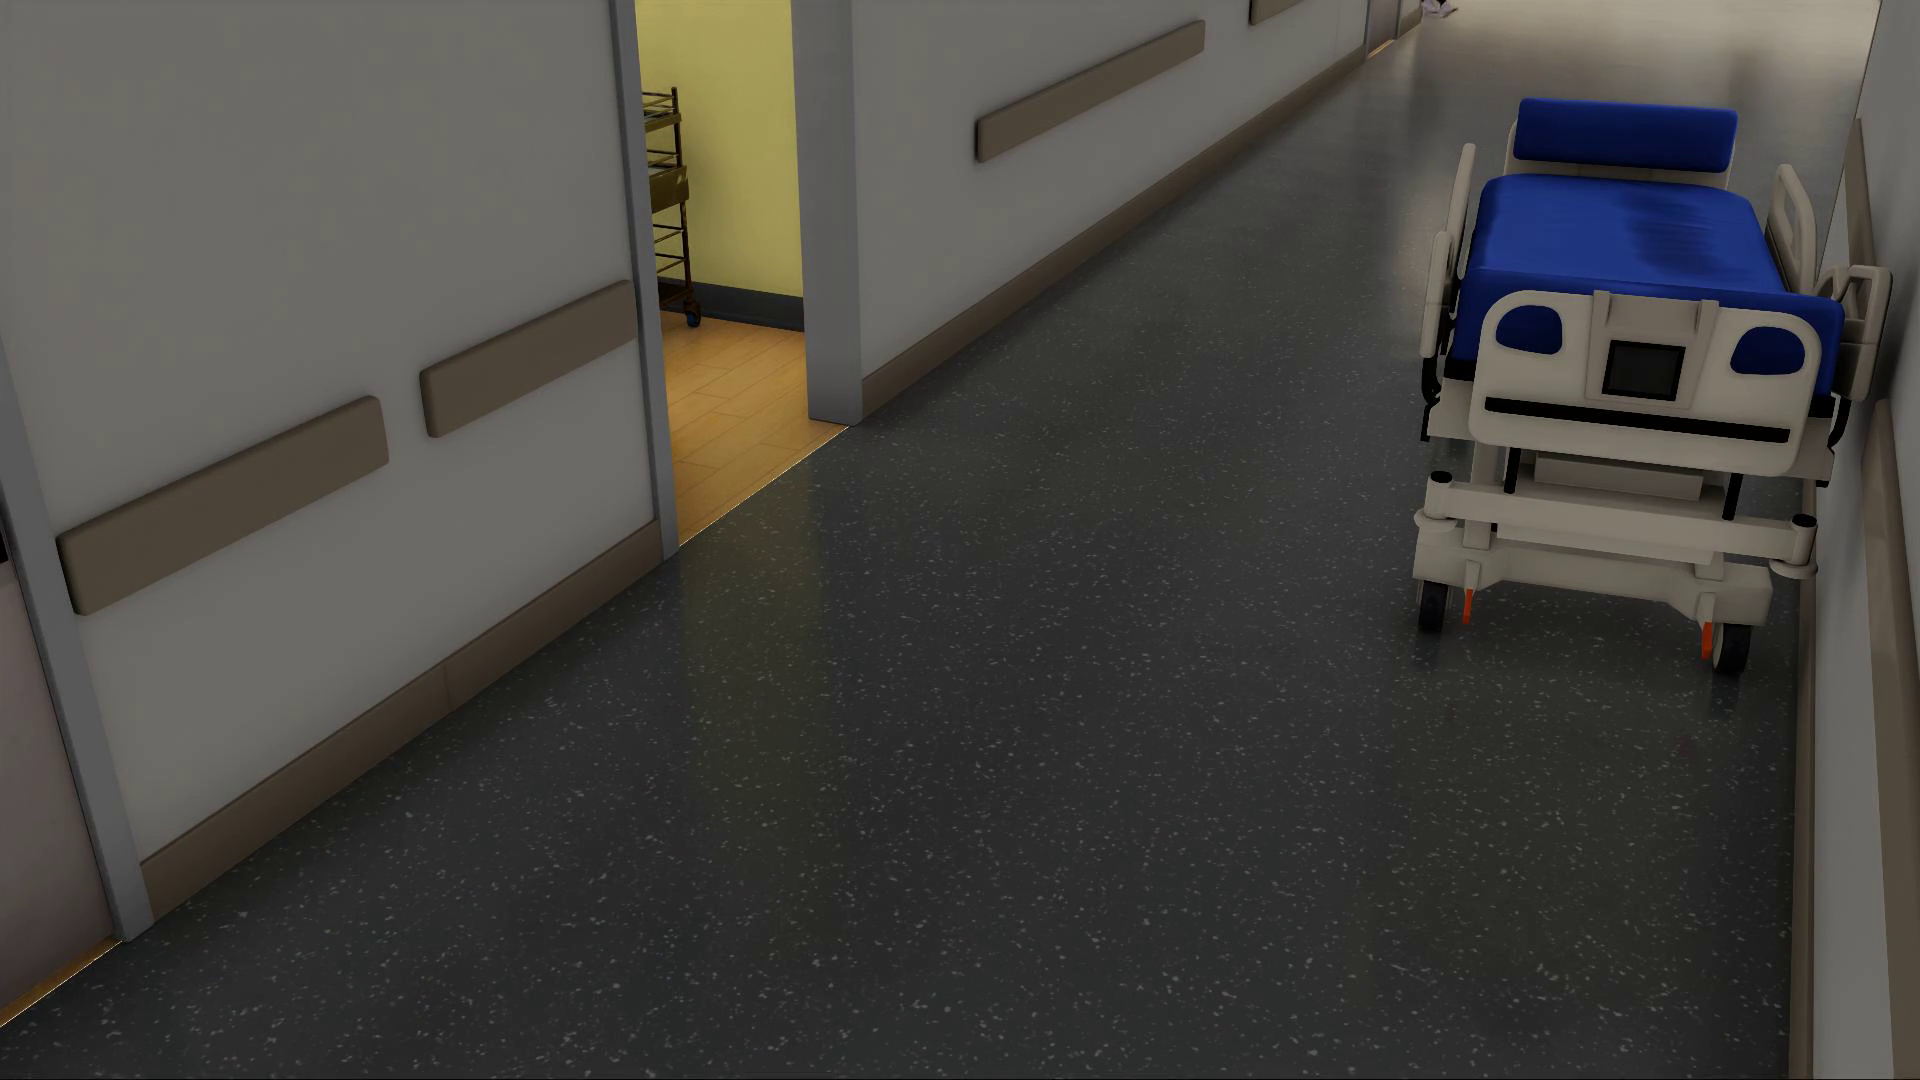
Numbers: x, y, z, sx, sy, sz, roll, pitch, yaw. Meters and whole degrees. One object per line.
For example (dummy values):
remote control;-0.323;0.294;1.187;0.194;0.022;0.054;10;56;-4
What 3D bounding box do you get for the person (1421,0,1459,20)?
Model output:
person;4.646;-5.972;16.133;1.061;1.725;1.128;-9;27;-19
